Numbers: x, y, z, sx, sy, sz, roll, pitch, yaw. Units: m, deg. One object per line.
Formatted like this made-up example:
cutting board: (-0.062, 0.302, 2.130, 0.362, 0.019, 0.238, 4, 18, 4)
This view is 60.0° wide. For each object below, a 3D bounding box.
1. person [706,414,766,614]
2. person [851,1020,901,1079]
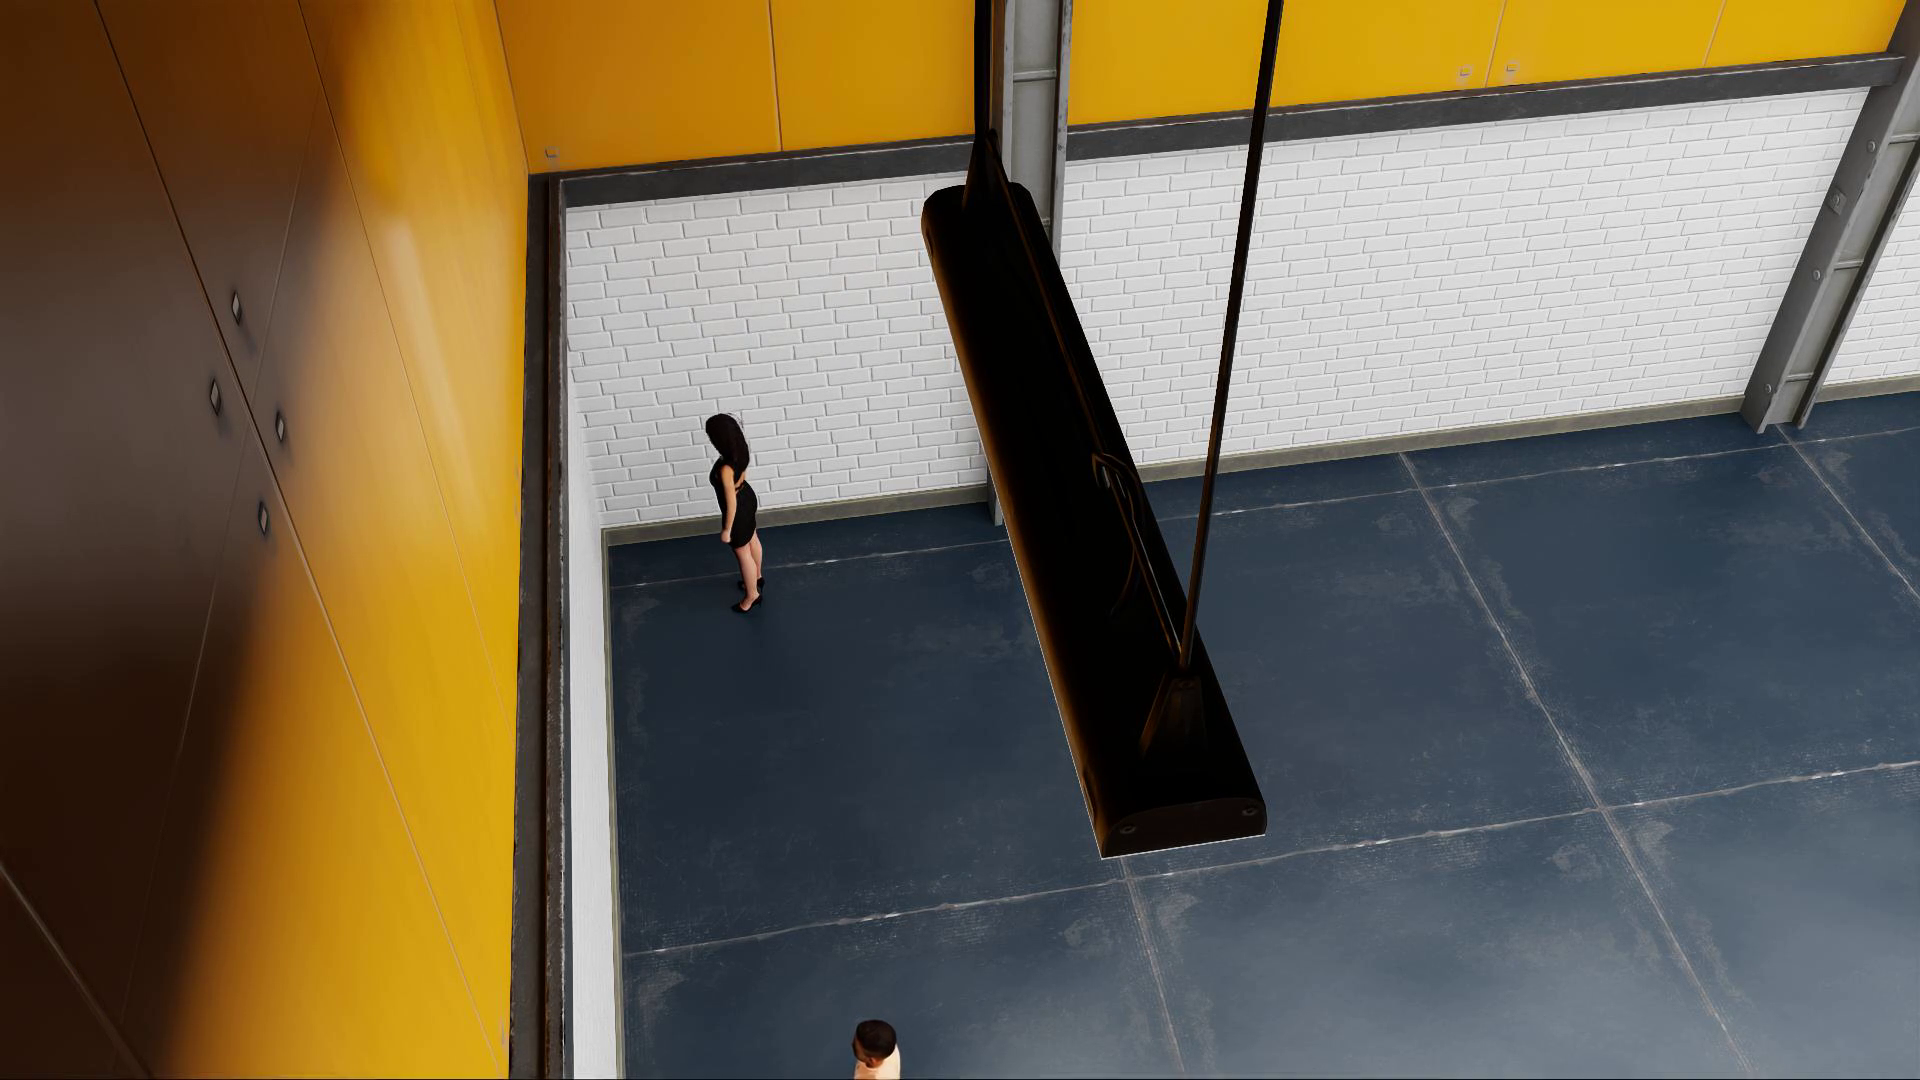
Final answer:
person: (-1.453, -0.180, 10.976, 0.591, 1.644, 0.622, 7, 44, 7)
person: (-0.396, 2.739, 8.045, 0.532, 1.461, 0.548, 0, 44, 0)
